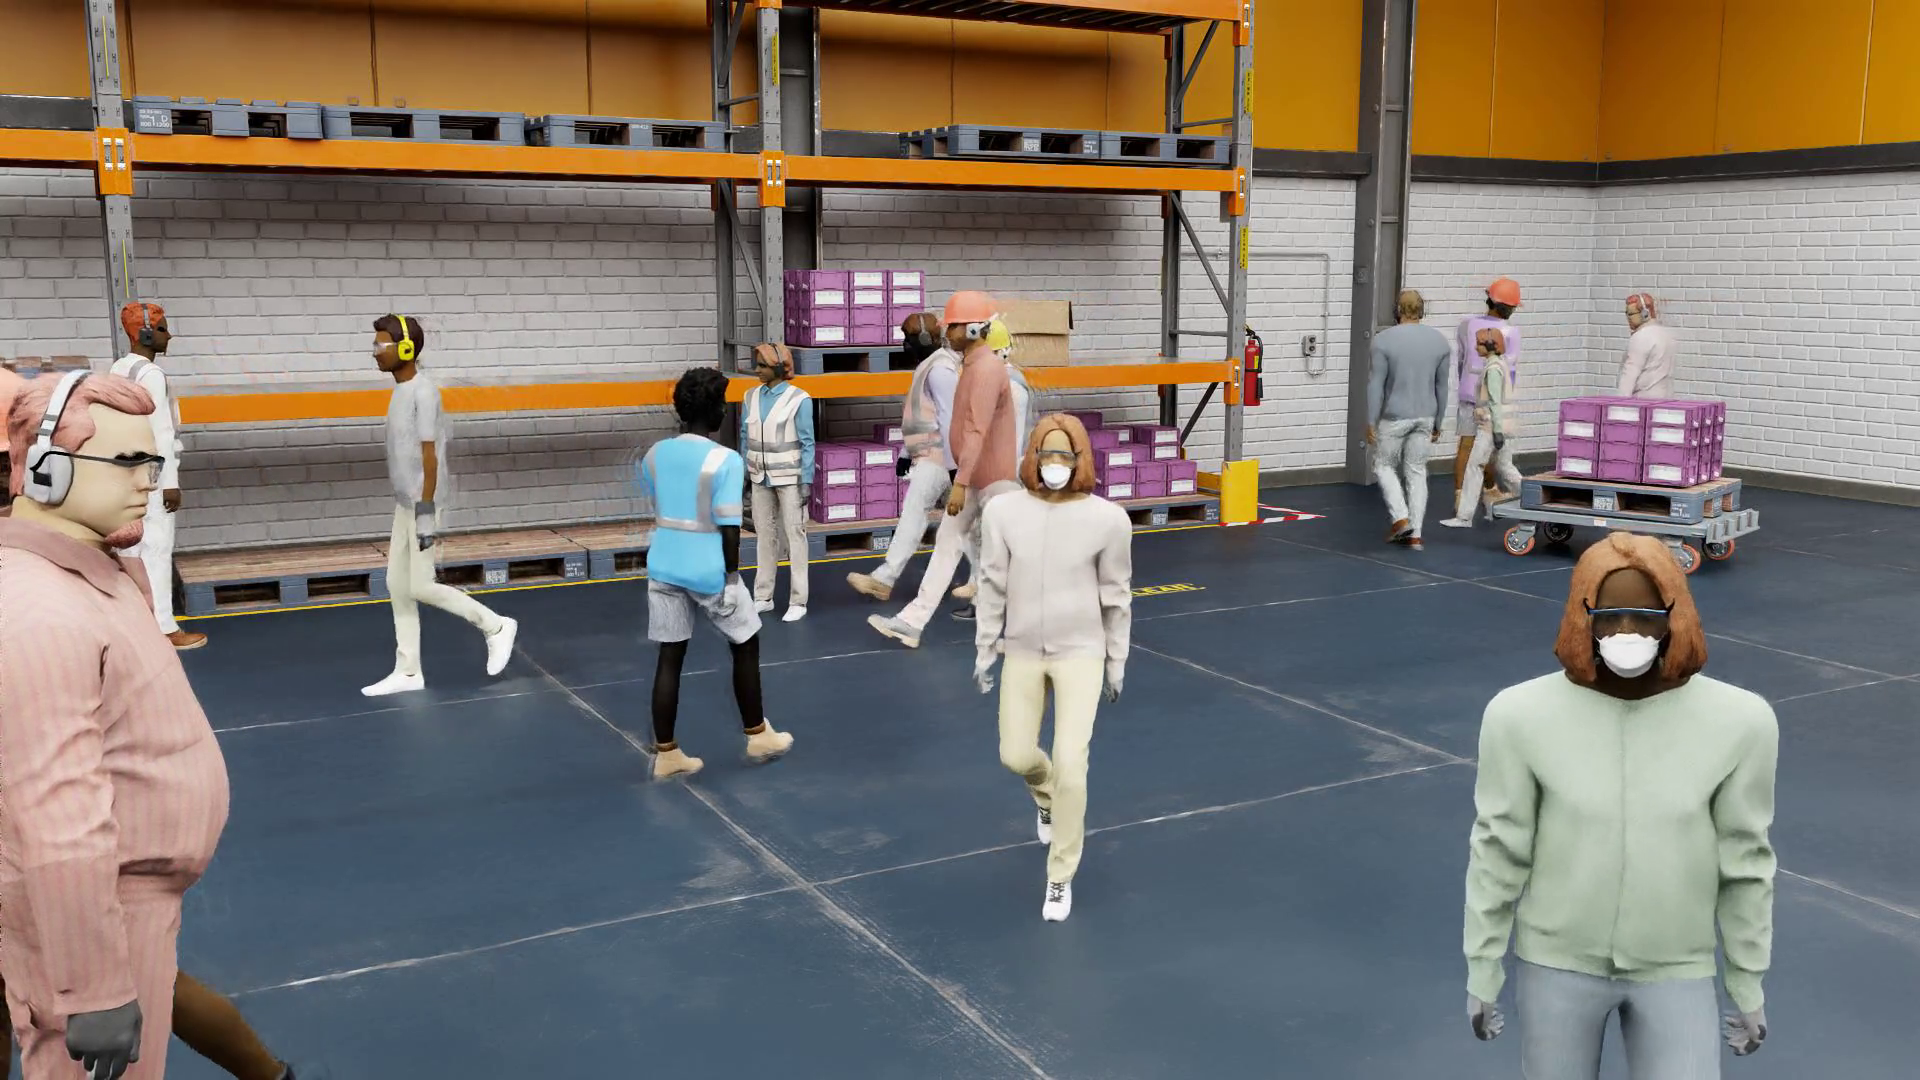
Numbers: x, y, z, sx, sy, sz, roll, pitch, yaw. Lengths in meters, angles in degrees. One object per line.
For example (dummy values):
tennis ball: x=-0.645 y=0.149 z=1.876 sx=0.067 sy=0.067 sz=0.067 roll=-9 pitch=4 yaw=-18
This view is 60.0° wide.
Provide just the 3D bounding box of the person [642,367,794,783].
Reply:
person: x=-1.003 y=0.130 z=6.823 sx=0.538 sy=1.670 sz=0.739 roll=6 pitch=11 yaw=31

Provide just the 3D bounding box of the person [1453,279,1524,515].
person: x=4.440 y=-1.191 z=13.967 sx=0.601 sy=1.969 sz=0.972 roll=8 pitch=12 yaw=39

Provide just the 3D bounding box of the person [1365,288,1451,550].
person: x=3.275 y=-0.883 z=12.221 sx=0.665 sy=1.918 sz=0.429 roll=-2 pitch=10 yaw=-13

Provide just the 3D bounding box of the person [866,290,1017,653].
person: x=0.011 y=-0.342 z=8.850 sx=1.030 sy=1.936 sz=0.645 roll=-2 pitch=10 yaw=-12

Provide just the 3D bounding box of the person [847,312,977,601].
person: x=-0.207 y=-0.505 z=10.329 sx=0.992 sy=1.789 sz=0.645 roll=0 pitch=9 yaw=-2

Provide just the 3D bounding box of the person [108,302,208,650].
person: x=-4.391 y=-0.339 z=9.017 sx=0.579 sy=1.882 sz=0.342 roll=9 pitch=13 yaw=43

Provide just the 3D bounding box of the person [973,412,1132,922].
person: x=0.316 y=0.375 z=5.463 sx=0.510 sy=1.615 sz=0.612 roll=3 pitch=10 yaw=15

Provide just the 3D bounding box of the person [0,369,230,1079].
person: x=-1.470 y=0.659 z=2.882 sx=0.403 sy=1.901 sz=0.651 roll=-5 pitch=10 yaw=-27

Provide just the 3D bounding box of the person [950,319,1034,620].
person: x=0.353 y=-0.395 z=9.659 sx=0.741 sy=1.796 sz=0.616 roll=-2 pitch=10 yaw=-15

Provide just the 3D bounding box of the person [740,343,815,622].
person: x=-1.070 y=-0.337 z=9.762 sx=0.514 sy=1.636 sz=0.314 roll=6 pitch=11 yaw=32

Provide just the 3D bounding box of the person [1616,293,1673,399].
person: x=5.702 y=-1.104 z=13.732 sx=0.863 sy=1.868 sz=0.640 roll=6 pitch=11 yaw=34

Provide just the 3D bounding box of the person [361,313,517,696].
person: x=-2.566 y=-0.171 z=8.078 sx=0.664 sy=1.856 sz=0.520 roll=-7 pitch=12 yaw=-36

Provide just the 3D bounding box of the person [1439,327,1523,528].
person: x=4.260 y=-0.874 z=13.112 sx=0.763 sy=1.608 sz=0.518 roll=4 pitch=10 yaw=25

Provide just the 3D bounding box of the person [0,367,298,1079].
person: x=-1.862 y=0.571 z=3.523 sx=0.964 sy=1.903 sz=0.545 roll=-7 pitch=12 yaw=-37

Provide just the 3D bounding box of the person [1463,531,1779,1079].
person: x=1.158 y=0.788 z=2.954 sx=0.519 sy=1.617 sz=0.346 roll=3 pitch=10 yaw=17
